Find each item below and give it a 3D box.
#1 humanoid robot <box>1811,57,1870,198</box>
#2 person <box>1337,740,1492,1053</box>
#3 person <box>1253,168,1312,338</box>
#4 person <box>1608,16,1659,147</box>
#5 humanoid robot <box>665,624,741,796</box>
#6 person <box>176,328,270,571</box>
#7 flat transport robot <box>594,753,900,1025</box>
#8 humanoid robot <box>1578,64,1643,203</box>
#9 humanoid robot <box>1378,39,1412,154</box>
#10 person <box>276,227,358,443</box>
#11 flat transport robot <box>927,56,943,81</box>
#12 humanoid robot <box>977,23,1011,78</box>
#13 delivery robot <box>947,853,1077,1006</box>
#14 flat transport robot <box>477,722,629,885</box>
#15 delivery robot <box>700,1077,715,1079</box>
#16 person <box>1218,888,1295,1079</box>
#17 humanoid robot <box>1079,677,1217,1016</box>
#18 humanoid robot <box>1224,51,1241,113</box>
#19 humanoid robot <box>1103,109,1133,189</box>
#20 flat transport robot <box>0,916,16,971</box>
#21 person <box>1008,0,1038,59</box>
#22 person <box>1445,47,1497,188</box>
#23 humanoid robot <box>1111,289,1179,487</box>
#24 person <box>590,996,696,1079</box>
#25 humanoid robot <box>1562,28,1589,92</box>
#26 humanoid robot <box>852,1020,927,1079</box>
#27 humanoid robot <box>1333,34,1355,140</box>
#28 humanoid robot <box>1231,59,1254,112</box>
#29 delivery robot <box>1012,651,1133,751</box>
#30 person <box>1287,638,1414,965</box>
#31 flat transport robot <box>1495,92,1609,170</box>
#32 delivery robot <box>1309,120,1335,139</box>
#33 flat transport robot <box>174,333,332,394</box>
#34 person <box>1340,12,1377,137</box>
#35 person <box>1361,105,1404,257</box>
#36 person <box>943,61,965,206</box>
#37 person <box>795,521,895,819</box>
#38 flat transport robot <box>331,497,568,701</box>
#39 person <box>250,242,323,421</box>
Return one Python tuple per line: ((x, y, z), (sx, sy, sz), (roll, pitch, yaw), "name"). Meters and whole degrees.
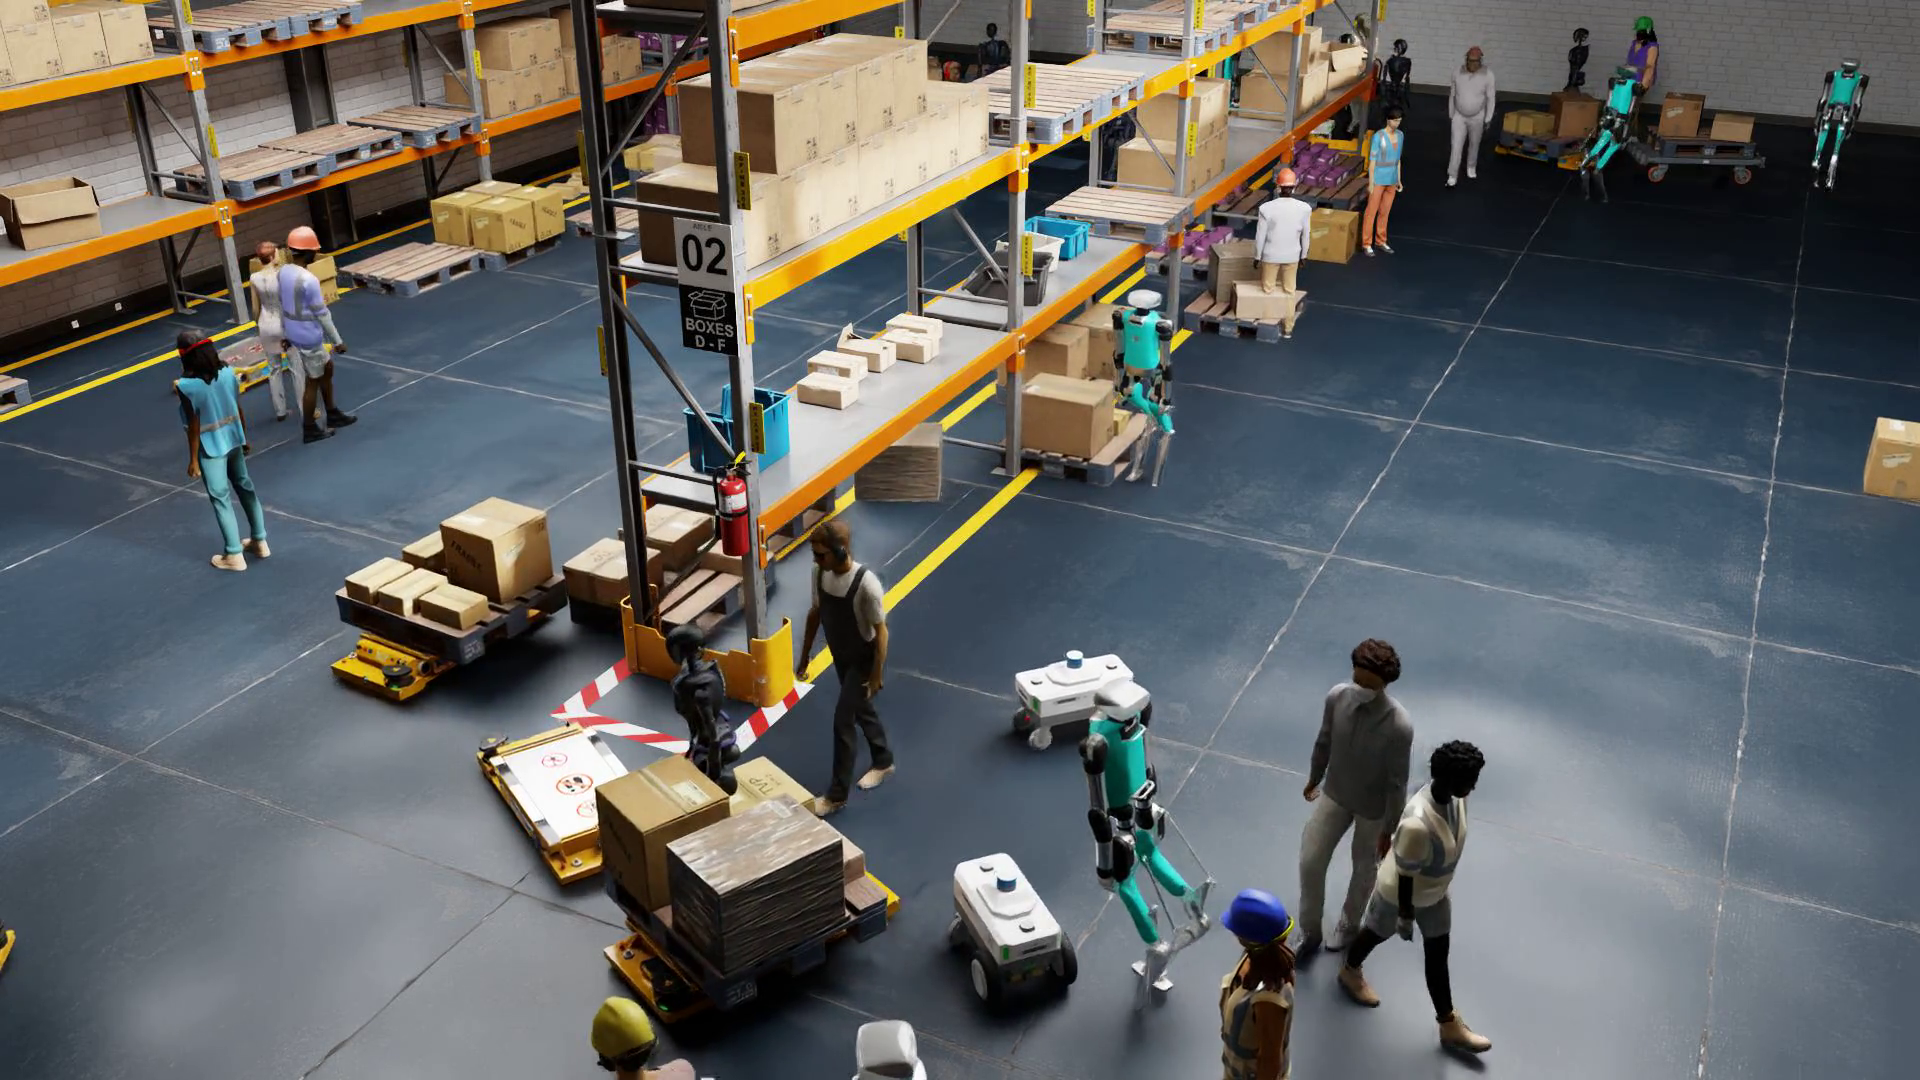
((11.676, -5.473, 22.201), (0.551, 1.777, 0.950), (13, 29, 24), "humanoid robot")
((2.198, 1.654, 7.879), (0.545, 1.640, 0.852), (-24, 35, -39), "person")
((3.278, -2.927, 17.017), (0.574, 1.747, 0.338), (-1, 26, -2), "person")
((9.985, -6.788, 24.663), (0.653, 1.912, 0.567), (-7, 27, -13), "person")
((-1.348, 1.161, 8.857), (0.454, 1.646, 0.608), (-9, 28, -18), "humanoid robot")
((-5.483, -0.667, 12.325), (0.371, 1.865, 0.541), (12, 29, 23), "person")
((-1.078, 2.005, 8.729), (1.431, 0.231, 0.659), (-20, 32, -34), "flat transport robot")
((8.449, -5.314, 21.845), (0.693, 1.779, 0.539), (-11, 28, -21), "humanoid robot")
((6.326, -6.430, 24.173), (0.586, 1.648, 0.377), (-17, 31, -30), "humanoid robot")
((-5.613, -1.805, 14.583), (0.695, 1.910, 0.551), (-23, 34, -38), "person")
((-0.729, -6.753, 26.418), (1.431, 0.231, 0.659), (-2, 26, -3), "flat transport robot")
((0.565, -7.027, 25.394), (0.607, 1.646, 0.461), (-11, 28, -20), "humanoid robot")
((0.232, 1.955, 8.496), (0.522, 0.586, 0.743), (-10, 28, -19), "delivery robot")
((-2.293, 1.488, 9.772), (0.659, 0.231, 1.431), (-16, 30, -29), "flat transport robot")
((-1.308, 2.630, 7.157), (0.801, 0.607, 0.499), (-14, 30, -26), "delivery robot")
((1.172, 2.146, 6.743), (0.323, 1.775, 0.464), (2, 26, 4), "person")
((0.955, 1.574, 8.051), (0.754, 1.873, 0.536), (17, 31, 30), "humanoid robot")
((3.970, -6.440, 24.155), (0.756, 1.809, 0.542), (-19, 32, -33), "humanoid robot")
((2.114, -5.369, 22.092), (0.765, 1.637, 0.603), (-19, 32, -33), "humanoid robot")
((-5.585, 2.228, 8.278), (1.431, 0.231, 0.659), (-5, 27, -10), "flat transport robot")
((1.117, -8.671, 28.562), (0.611, 1.812, 0.528), (20, 32, 34), "person")
((6.973, -5.799, 22.727), (0.647, 1.846, 1.037), (12, 29, 23), "person")
((1.580, -1.244, 13.667), (0.535, 1.788, 0.752), (17, 31, 31), "humanoid robot")
((-1.208, 2.415, 6.225), (0.539, 1.748, 0.483), (-22, 34, -37), "person")
((9.176, -6.843, 25.009), (0.406, 1.657, 0.598), (7, 27, 14), "humanoid robot")
((-0.450, 2.515, 6.057), (0.671, 1.801, 0.550), (-6, 27, -12), "humanoid robot")
((5.670, -6.630, 24.571), (0.353, 1.649, 0.611), (13, 29, 24), "humanoid robot")
((4.332, -6.822, 25.000), (0.690, 1.861, 0.533), (3, 27, 7), "humanoid robot")
((0.732, 0.973, 10.480), (0.765, 0.585, 0.499), (-10, 28, -19), "delivery robot")
((1.911, 1.333, 8.273), (0.590, 1.871, 0.720), (21, 33, 36), "person")
((8.561, -5.633, 24.156), (0.659, 0.231, 1.431), (-17, 31, -30), "flat transport robot")
((5.223, -6.094, 24.781), (0.797, 0.608, 0.499), (11, 28, 20), "delivery robot")
((-6.924, -1.751, 16.315), (0.659, 0.231, 1.431), (10, 28, 19), "flat transport robot")
((6.037, -6.999, 25.129), (0.589, 1.851, 0.568), (-11, 28, -21), "person")
((5.024, -4.245, 19.665), (0.492, 1.766, 0.323), (-14, 30, -26), "person")
((-0.139, -5.330, 21.780), (0.397, 1.843, 0.570), (13, 29, 25), "person")
((-0.706, 0.730, 9.578), (0.856, 1.797, 0.517), (-21, 33, -36), "person")
((-3.551, 0.636, 11.493), (0.659, 0.231, 1.431), (15, 30, 28), "flat transport robot")
((-6.109, -1.864, 14.974), (0.459, 1.657, 0.270), (3, 27, 7), "person")
